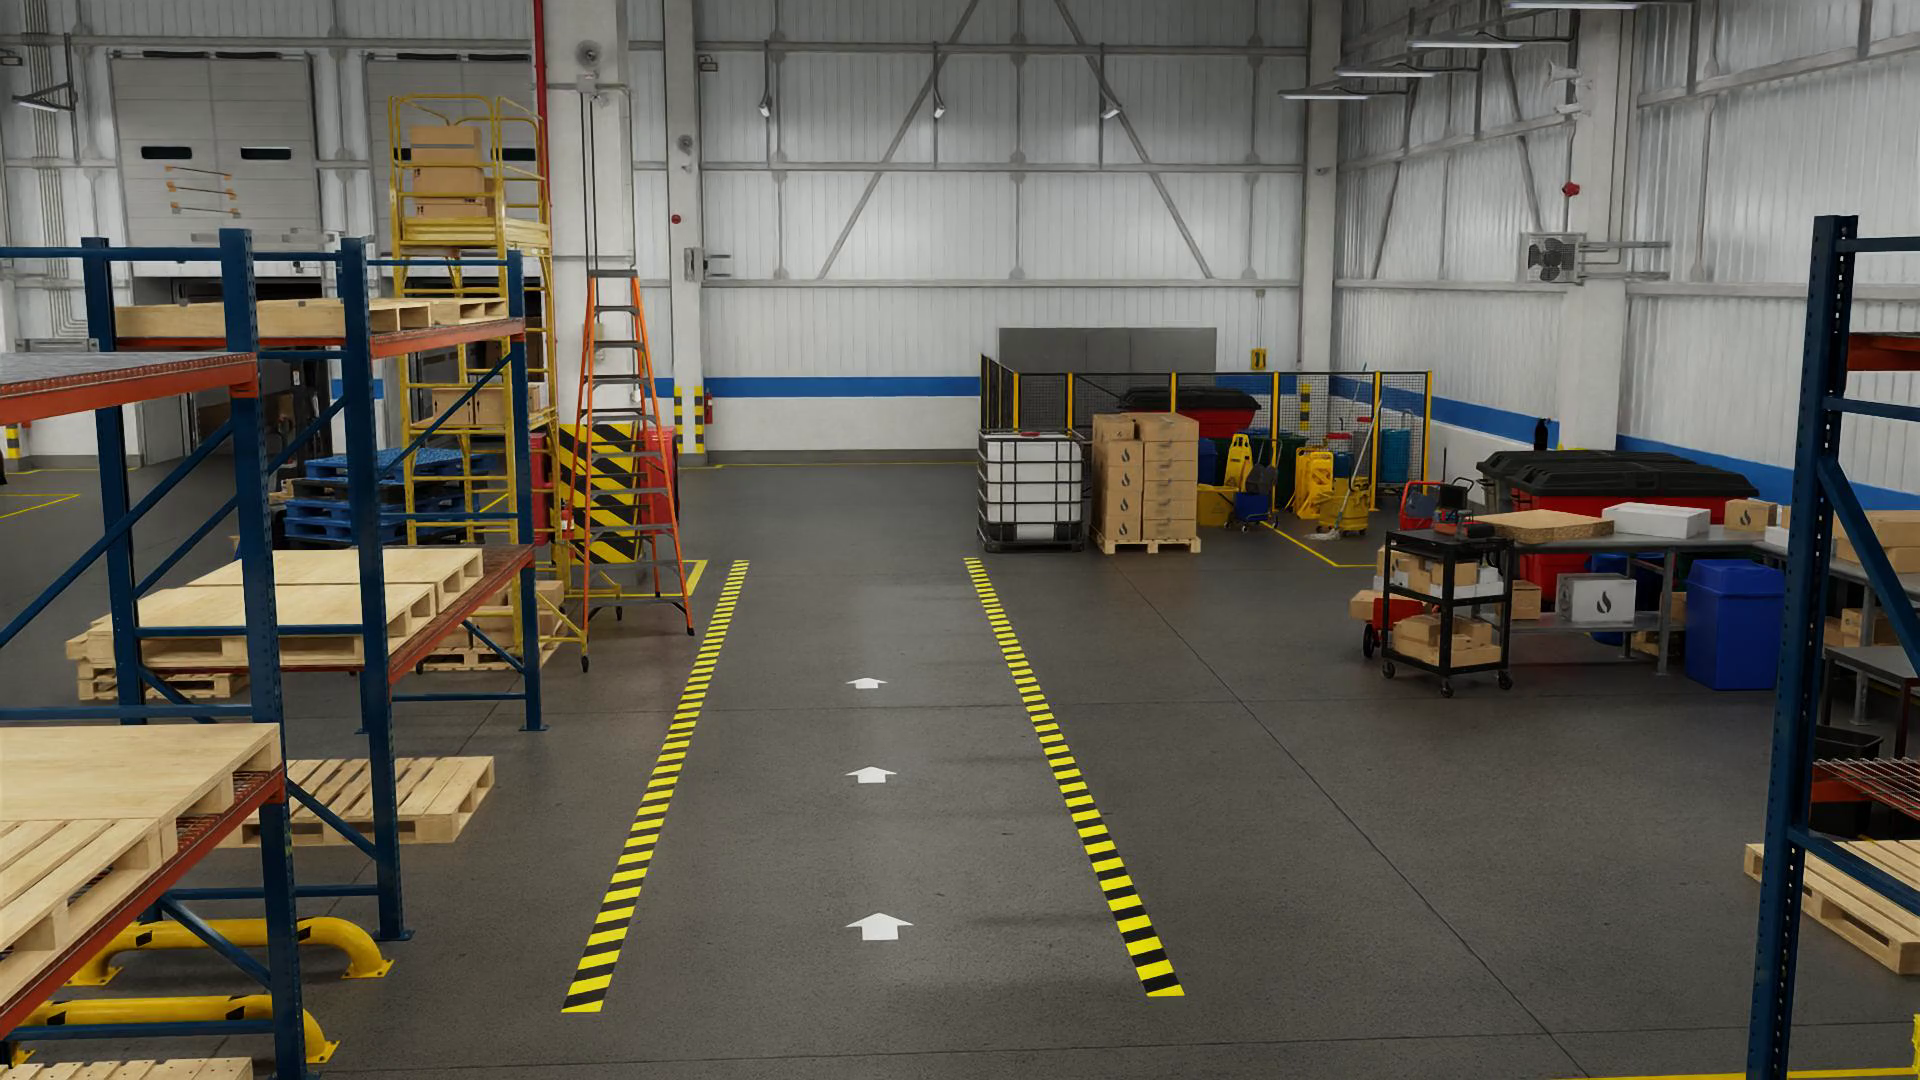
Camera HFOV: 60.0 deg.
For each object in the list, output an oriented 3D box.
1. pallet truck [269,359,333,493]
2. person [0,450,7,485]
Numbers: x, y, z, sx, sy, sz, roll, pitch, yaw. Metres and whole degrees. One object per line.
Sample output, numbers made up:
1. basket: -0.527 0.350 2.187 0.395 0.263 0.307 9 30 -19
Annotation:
1. pallet truck: -7.062 -1.131 18.996 1.885 1.965 0.823 2 9 13
2. person: -13.380 -1.687 22.715 0.545 1.927 0.392 2 9 11
